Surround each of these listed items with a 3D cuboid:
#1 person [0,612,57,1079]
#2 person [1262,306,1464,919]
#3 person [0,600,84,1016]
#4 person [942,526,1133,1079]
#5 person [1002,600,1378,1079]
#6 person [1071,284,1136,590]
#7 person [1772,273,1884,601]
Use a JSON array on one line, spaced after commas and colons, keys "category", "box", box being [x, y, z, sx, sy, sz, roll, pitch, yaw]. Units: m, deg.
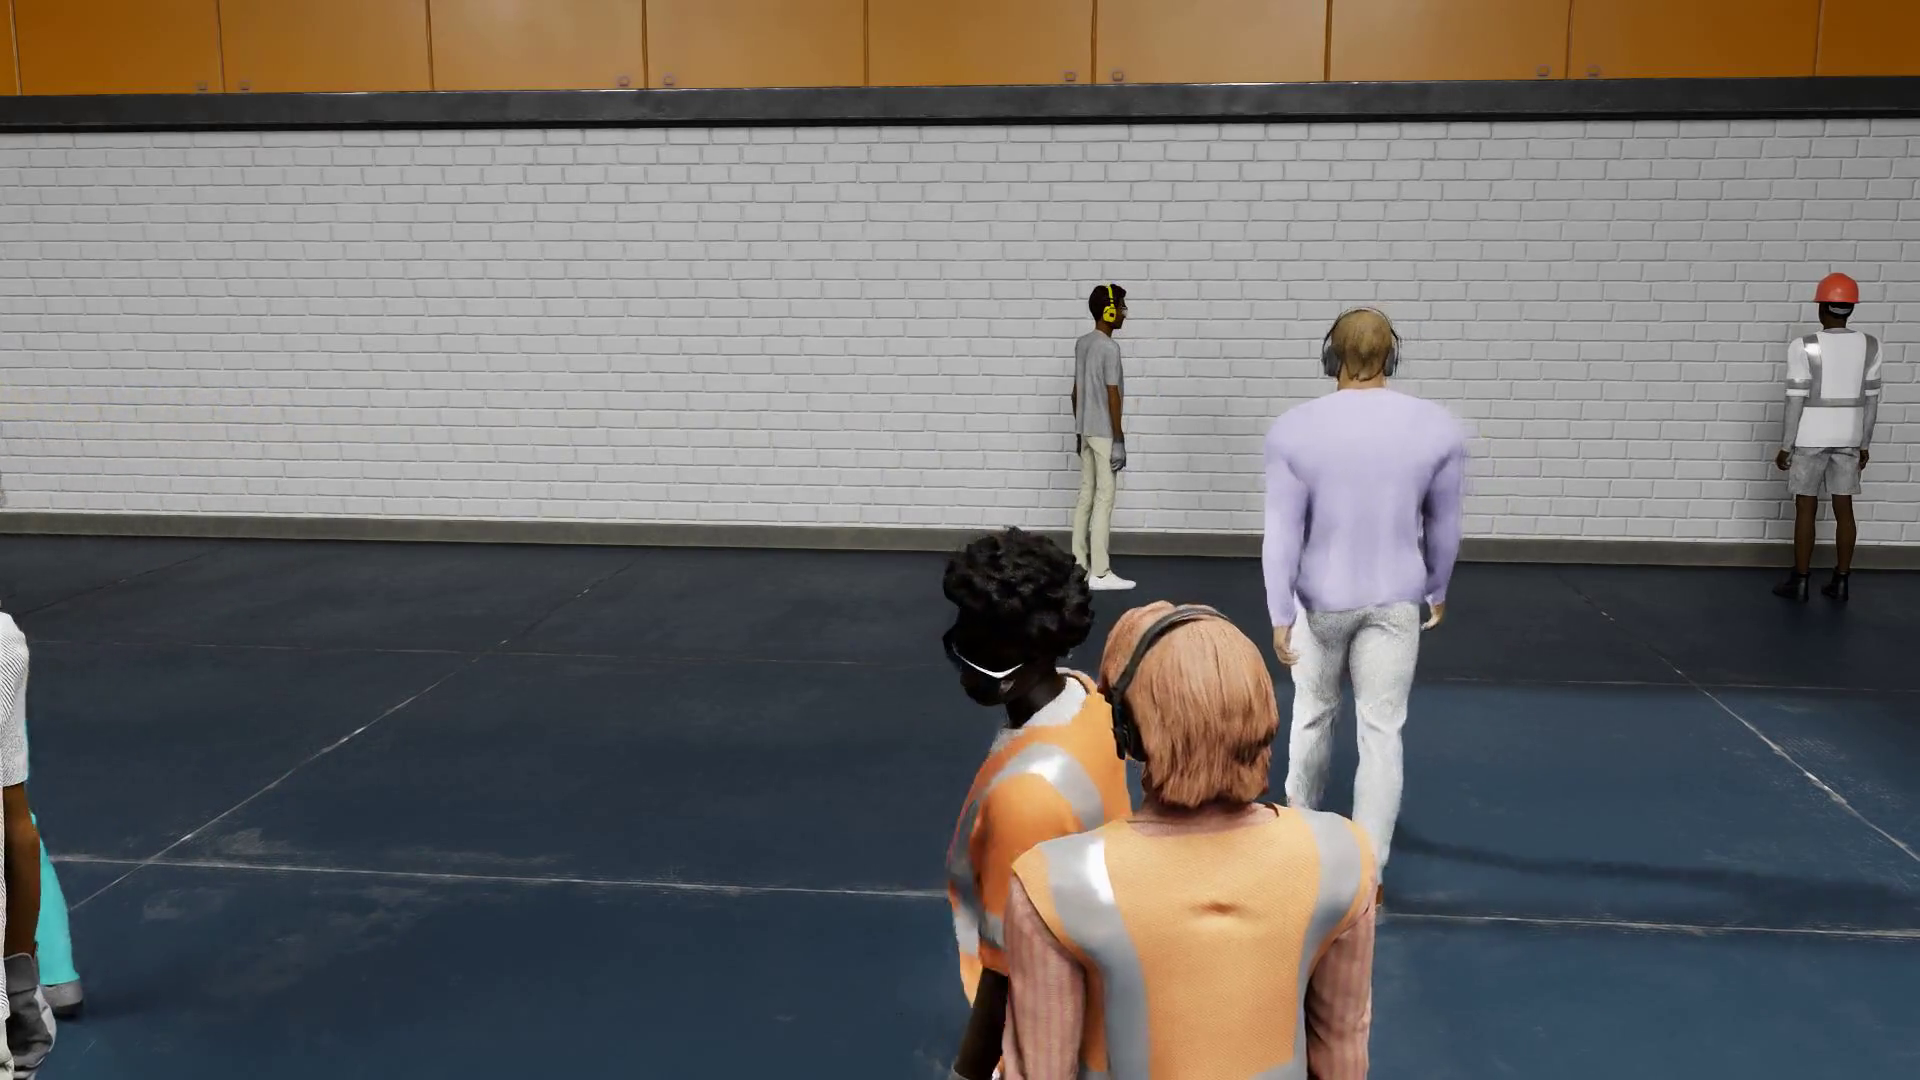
[{"category": "person", "box": [-1.569, 0.728, 2.433, 0.328, 1.872, 0.514, 3, 10, 18]}, {"category": "person", "box": [1.299, 0.188, 5.464, 0.641, 1.886, 1.009, 2, 10, 9]}, {"category": "person", "box": [-2.789, 0.447, 4.460, 0.931, 1.715, 0.541, 3, 10, 18]}, {"category": "person", "box": [0.161, 0.792, 2.651, 0.338, 1.673, 0.581, 3, 10, 14]}, {"category": "person", "box": [0.295, 0.888, 2.168, 0.511, 1.643, 0.308, -3, 10, -16]}, {"category": "person", "box": [0.868, -0.630, 10.212, 0.310, 1.868, 0.534, -4, 11, -23]}, {"category": "person", "box": [5.108, -0.597, 9.827, 0.542, 1.938, 0.358, 0, 10, 1]}]
